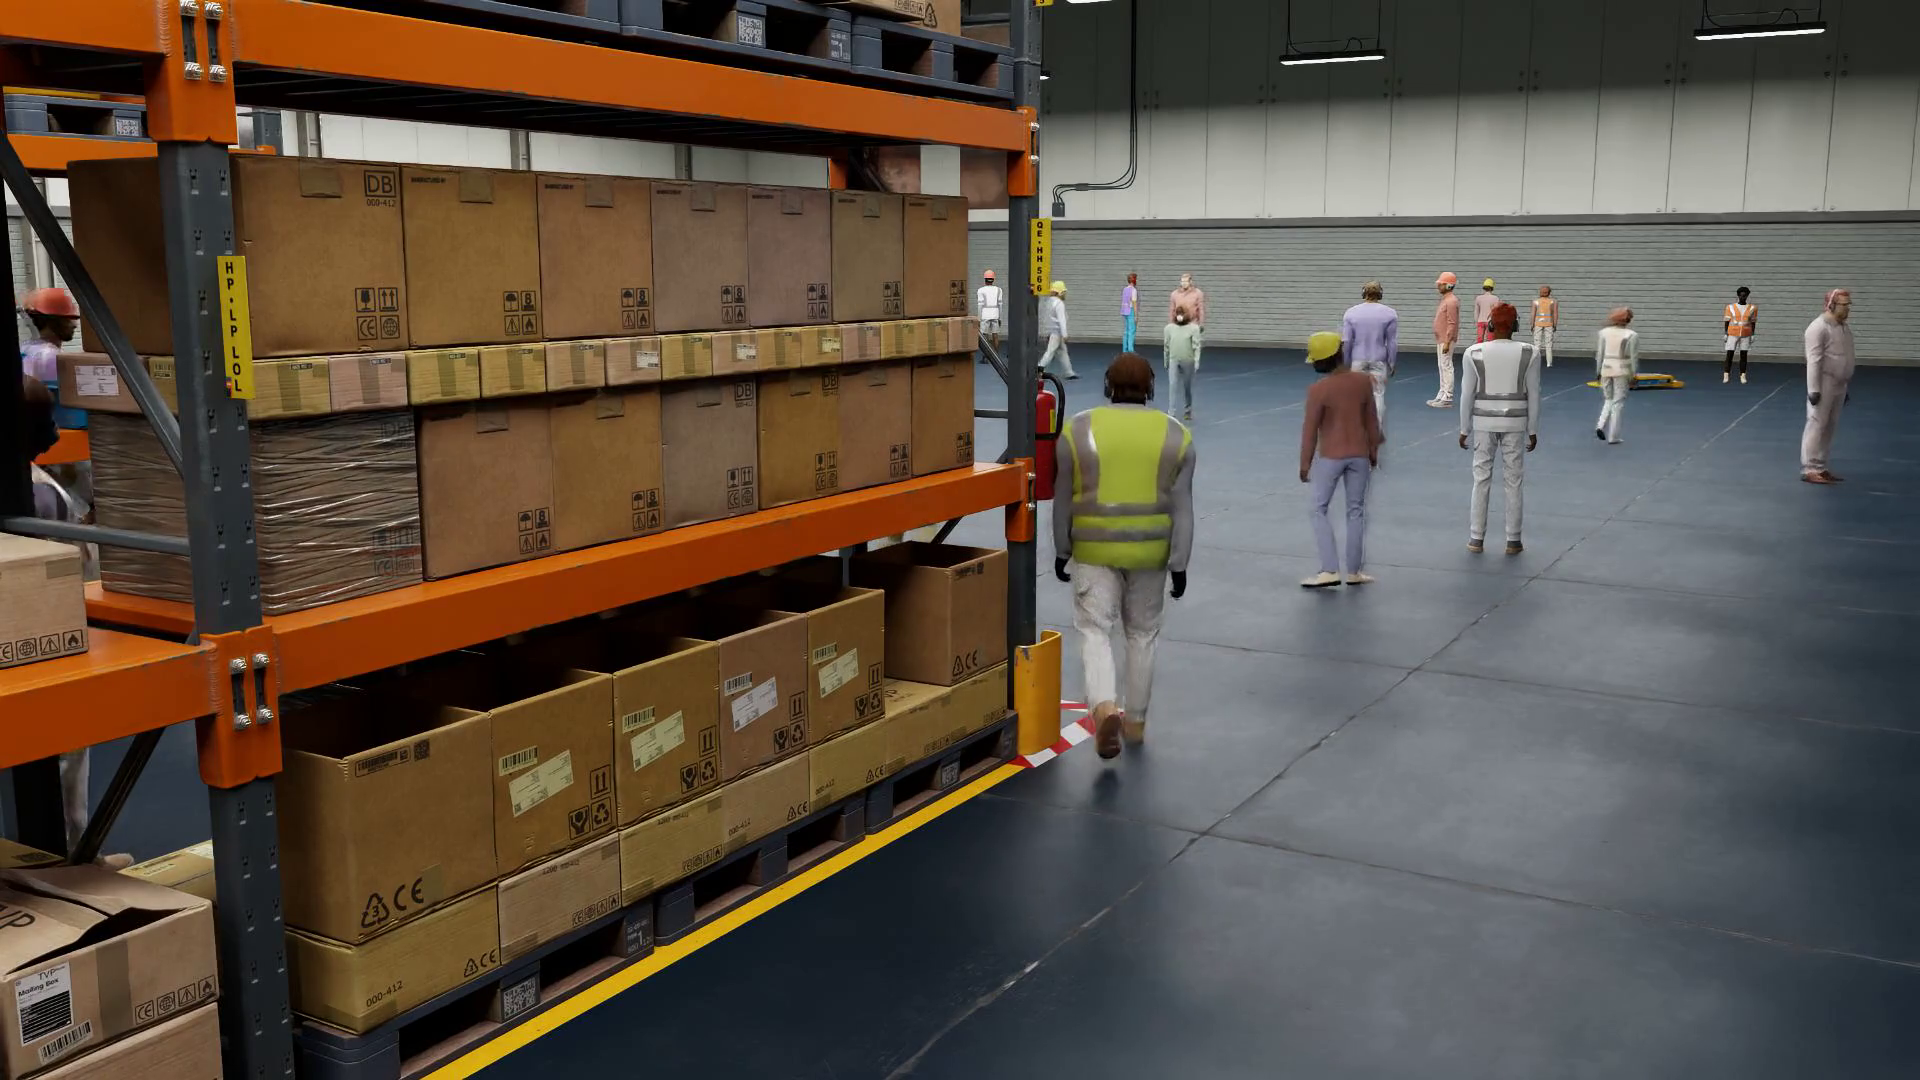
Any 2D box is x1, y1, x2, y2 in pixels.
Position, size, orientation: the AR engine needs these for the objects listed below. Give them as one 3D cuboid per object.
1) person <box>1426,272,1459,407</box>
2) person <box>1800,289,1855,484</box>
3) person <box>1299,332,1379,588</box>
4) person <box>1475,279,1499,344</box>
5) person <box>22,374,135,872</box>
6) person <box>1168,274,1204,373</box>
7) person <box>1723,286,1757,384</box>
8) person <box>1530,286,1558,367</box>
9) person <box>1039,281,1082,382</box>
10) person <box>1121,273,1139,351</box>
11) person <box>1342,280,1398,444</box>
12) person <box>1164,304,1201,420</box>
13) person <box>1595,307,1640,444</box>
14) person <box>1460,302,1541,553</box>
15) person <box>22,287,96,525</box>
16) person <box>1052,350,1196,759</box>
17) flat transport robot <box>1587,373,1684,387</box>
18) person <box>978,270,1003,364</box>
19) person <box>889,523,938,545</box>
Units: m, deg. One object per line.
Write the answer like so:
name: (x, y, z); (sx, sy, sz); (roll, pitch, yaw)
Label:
person: (7.170, -2.959, 24.591); (0.375, 1.997, 0.612); (1, 10, 5)
person: (8.567, -1.509, 16.373); (0.649, 1.905, 0.404); (-7, 12, -37)
person: (2.555, -0.530, 11.194); (0.626, 1.725, 0.355); (-3, 10, -18)
person: (10.585, -4.351, 33.406); (0.526, 1.772, 0.304); (9, 13, 44)
person: (-3.271, 0.349, 5.710); (0.630, 1.831, 0.589); (8, 12, 38)
person: (4.299, -4.113, 31.651); (0.687, 1.888, 0.457); (3, 10, 15)
person: (13.656, -3.587, 29.144); (0.534, 1.698, 0.318); (3, 10, 16)
person: (11.695, -4.270, 33.323); (0.515, 1.636, 0.314); (4, 10, 21)
person: (1.705, -3.679, 29.418); (0.941, 1.790, 0.604); (-2, 10, -13)
person: (3.738, -4.911, 36.443); (0.379, 1.849, 0.570); (-3, 10, -19)
person: (4.865, -2.107, 19.773); (0.636, 1.938, 0.354); (3, 10, 15)
person: (2.993, -2.382, 22.400); (0.512, 1.590, 0.846); (3, 10, 19)
person: (7.814, -1.951, 19.752); (0.370, 1.624, 0.540); (-7, 12, -34)
person: (4.053, -0.839, 12.502); (0.572, 1.887, 0.356); (3, 10, 17)
person: (-5.670, -0.571, 10.518); (0.542, 2.025, 0.631); (-9, 13, -43)
person: (0.728, 0.066, 7.401); (0.627, 1.817, 0.755); (0, 10, -1)
flat transport robot: (11.388, -2.683, 28.022); (1.431, 0.197, 0.652); (-3, 10, -18)
person: (0.605, -4.611, 34.438); (0.551, 1.937, 0.357); (-4, 10, -21)
person: (-0.295, -0.521, 11.395); (0.517, 1.617, 0.562); (-3, 10, -18)
